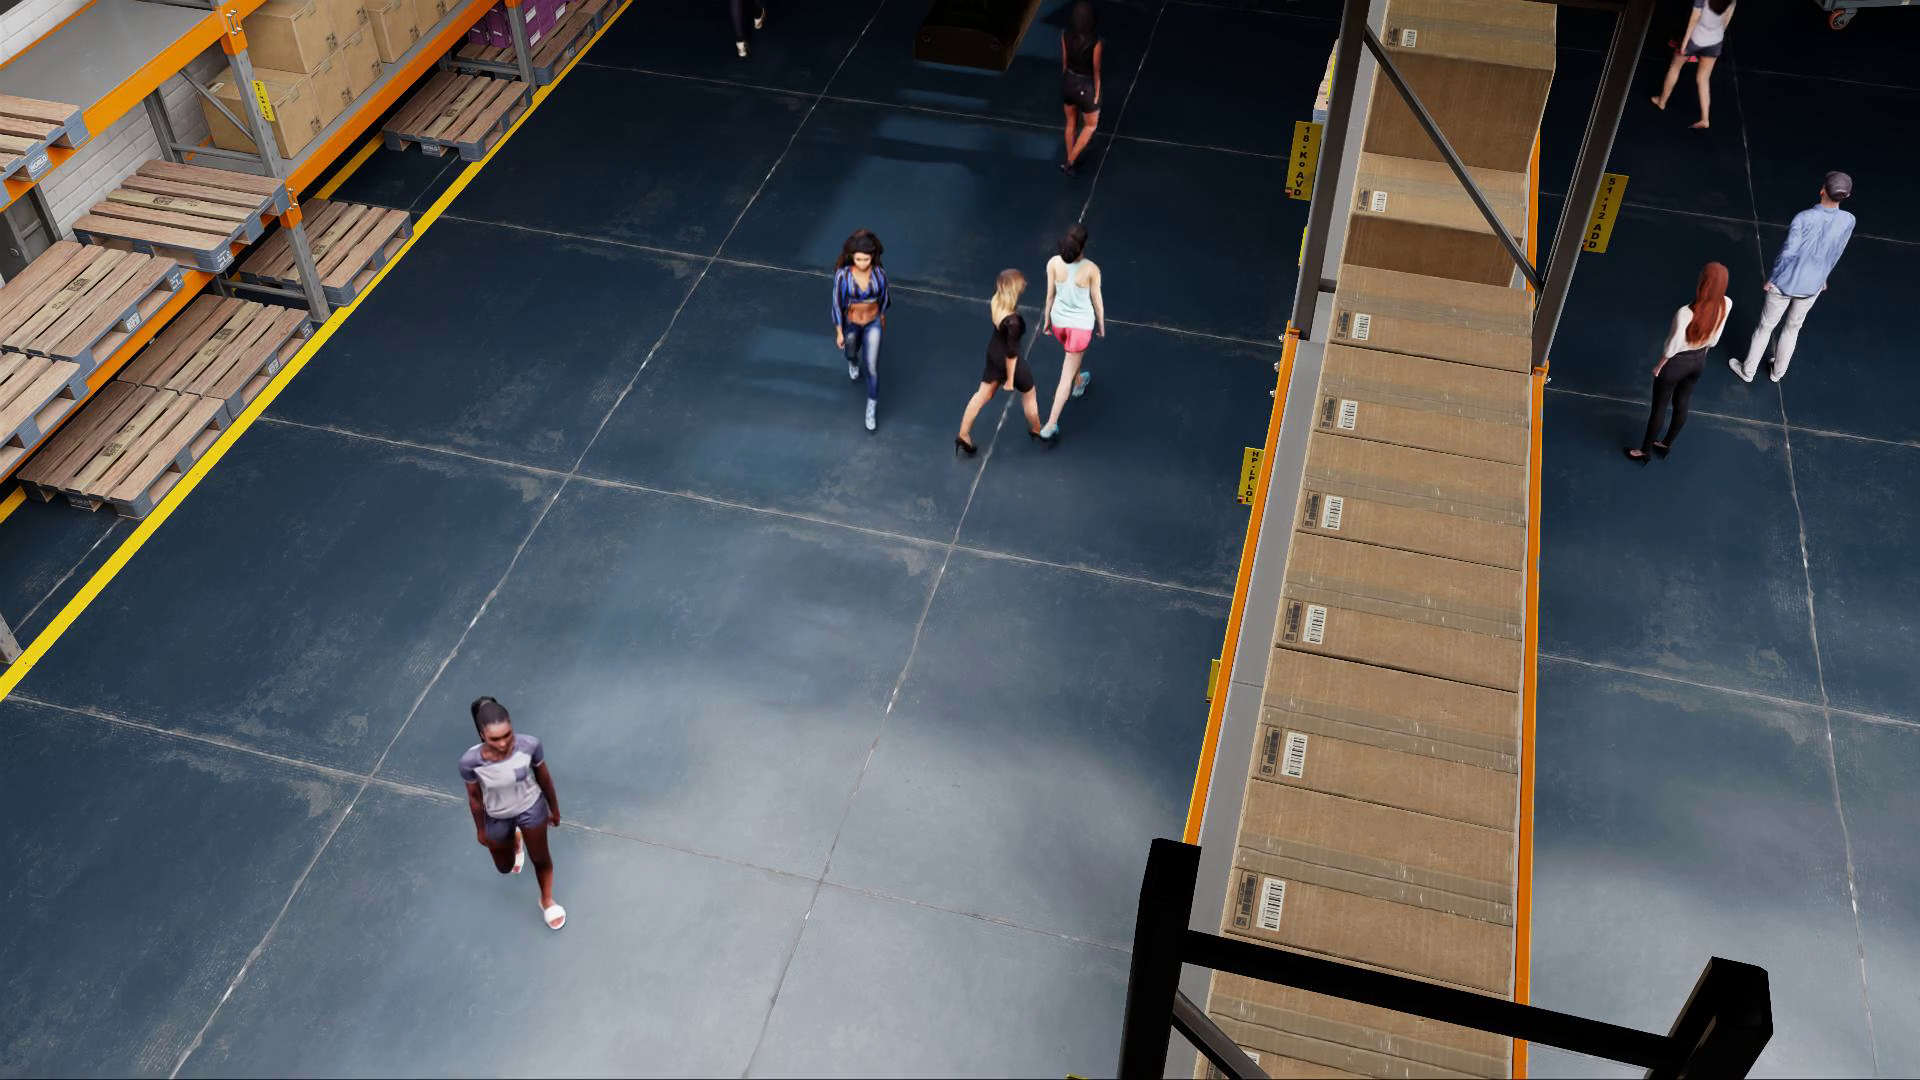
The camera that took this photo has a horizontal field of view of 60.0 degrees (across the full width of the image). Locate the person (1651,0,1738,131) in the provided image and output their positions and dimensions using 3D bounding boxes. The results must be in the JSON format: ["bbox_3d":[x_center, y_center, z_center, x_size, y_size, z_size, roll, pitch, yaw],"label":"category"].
[{"bbox_3d":[7.104,-4.710,15.812,0.894,1.676,1.144,-7,44,-7],"label":"person"}]

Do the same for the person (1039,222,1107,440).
[{"bbox_3d":[0.812,-1.547,12.457,0.741,1.723,1.241,18,46,18],"label":"person"}]

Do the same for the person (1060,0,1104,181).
[{"bbox_3d":[1.035,-4.018,15.048,0.749,1.728,0.898,25,49,24],"label":"person"}]

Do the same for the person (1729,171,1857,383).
[{"bbox_3d":[6.460,-2.011,12.825,0.711,1.888,0.660,0,44,0],"label":"person"}]

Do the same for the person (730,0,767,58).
[{"bbox_3d":[-2.236,-5.827,16.861,0.835,1.847,1.243,2,44,3],"label":"person"}]

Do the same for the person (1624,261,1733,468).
[{"bbox_3d":[5.272,-1.275,12.145,0.667,1.761,0.690,-14,45,-14],"label":"person"}]

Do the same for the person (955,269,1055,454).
[{"bbox_3d":[0.254,-1.273,12.234,1.035,1.635,1.031,-16,46,-16],"label":"person"}]

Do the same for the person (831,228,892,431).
[{"bbox_3d":[-0.771,-1.679,12.697,0.885,1.584,1.138,-5,44,-5],"label":"person"}]

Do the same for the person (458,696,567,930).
[{"bbox_3d":[-2.500,1.474,9.294,0.882,1.713,0.969,-16,46,-16],"label":"person"}]
